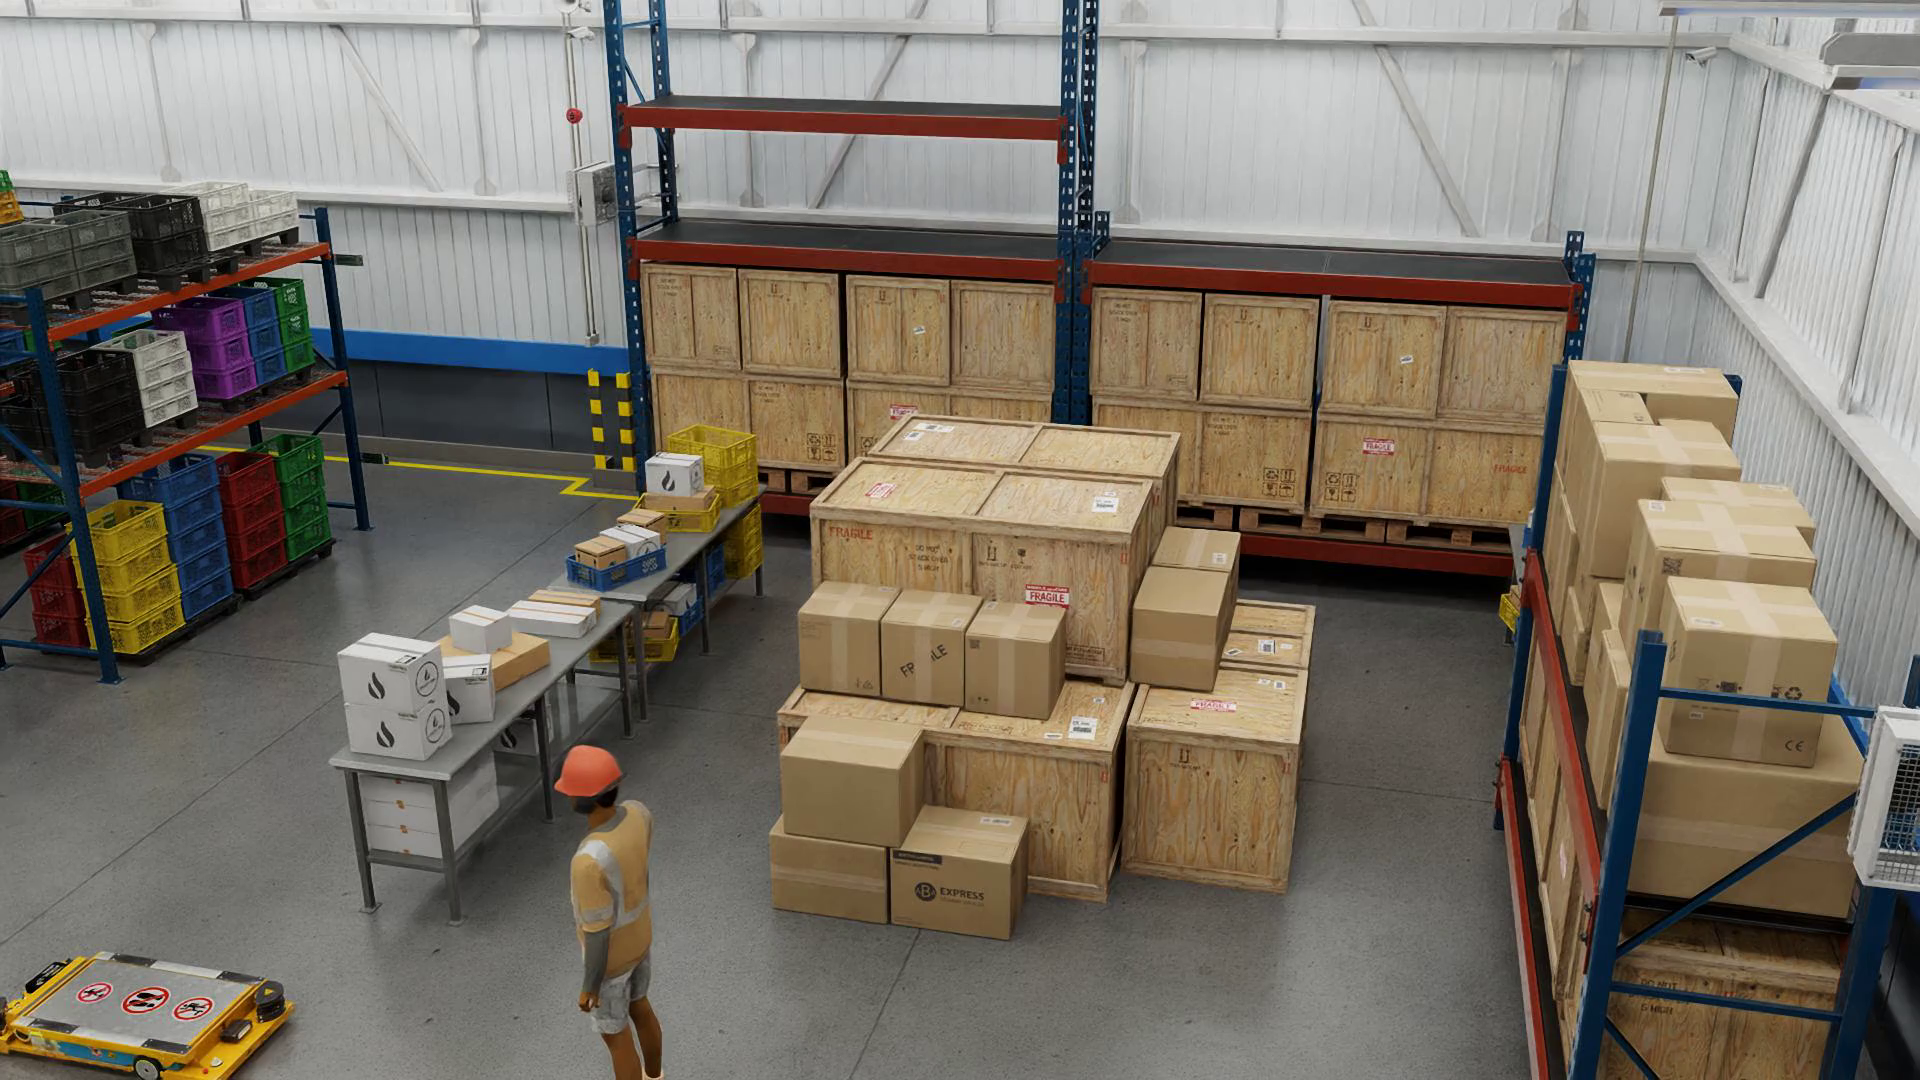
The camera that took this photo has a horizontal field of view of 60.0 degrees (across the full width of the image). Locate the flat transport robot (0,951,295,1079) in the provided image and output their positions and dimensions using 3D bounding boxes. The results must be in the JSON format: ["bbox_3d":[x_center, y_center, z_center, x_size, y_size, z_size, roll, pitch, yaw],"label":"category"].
[{"bbox_3d":[-4.270,2.464,8.601,1.431,0.231,0.659,5,22,13],"label":"flat transport robot"}]

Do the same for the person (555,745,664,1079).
[{"bbox_3d":[-1.620,1.870,7.674,0.388,2.039,0.613,5,21,12],"label":"person"}]
